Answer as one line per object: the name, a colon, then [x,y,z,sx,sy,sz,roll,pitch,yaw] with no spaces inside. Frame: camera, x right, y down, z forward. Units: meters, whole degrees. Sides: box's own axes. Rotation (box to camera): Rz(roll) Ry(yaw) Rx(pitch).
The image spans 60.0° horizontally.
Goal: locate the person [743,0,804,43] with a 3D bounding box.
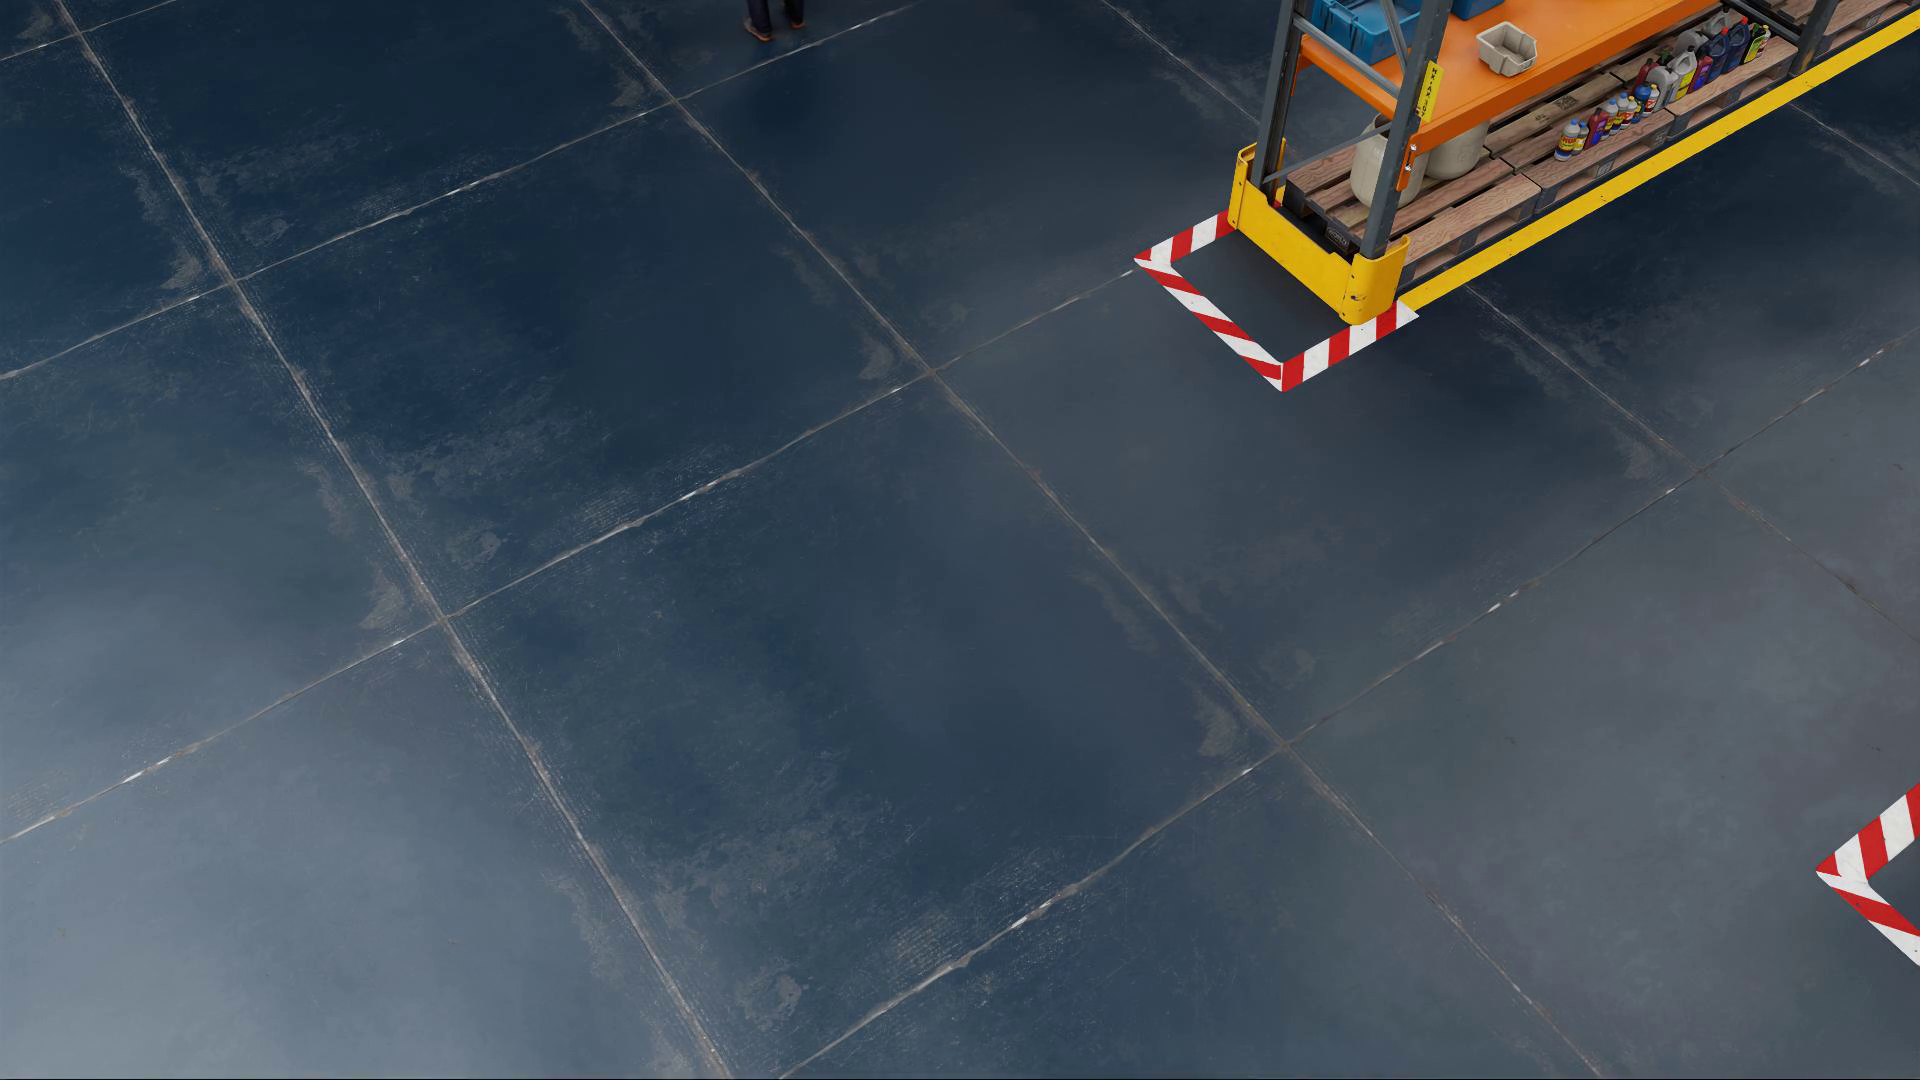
person: [-1.287,-4.102,10.756,0.501,1.816,0.707,-26,57,-19]
